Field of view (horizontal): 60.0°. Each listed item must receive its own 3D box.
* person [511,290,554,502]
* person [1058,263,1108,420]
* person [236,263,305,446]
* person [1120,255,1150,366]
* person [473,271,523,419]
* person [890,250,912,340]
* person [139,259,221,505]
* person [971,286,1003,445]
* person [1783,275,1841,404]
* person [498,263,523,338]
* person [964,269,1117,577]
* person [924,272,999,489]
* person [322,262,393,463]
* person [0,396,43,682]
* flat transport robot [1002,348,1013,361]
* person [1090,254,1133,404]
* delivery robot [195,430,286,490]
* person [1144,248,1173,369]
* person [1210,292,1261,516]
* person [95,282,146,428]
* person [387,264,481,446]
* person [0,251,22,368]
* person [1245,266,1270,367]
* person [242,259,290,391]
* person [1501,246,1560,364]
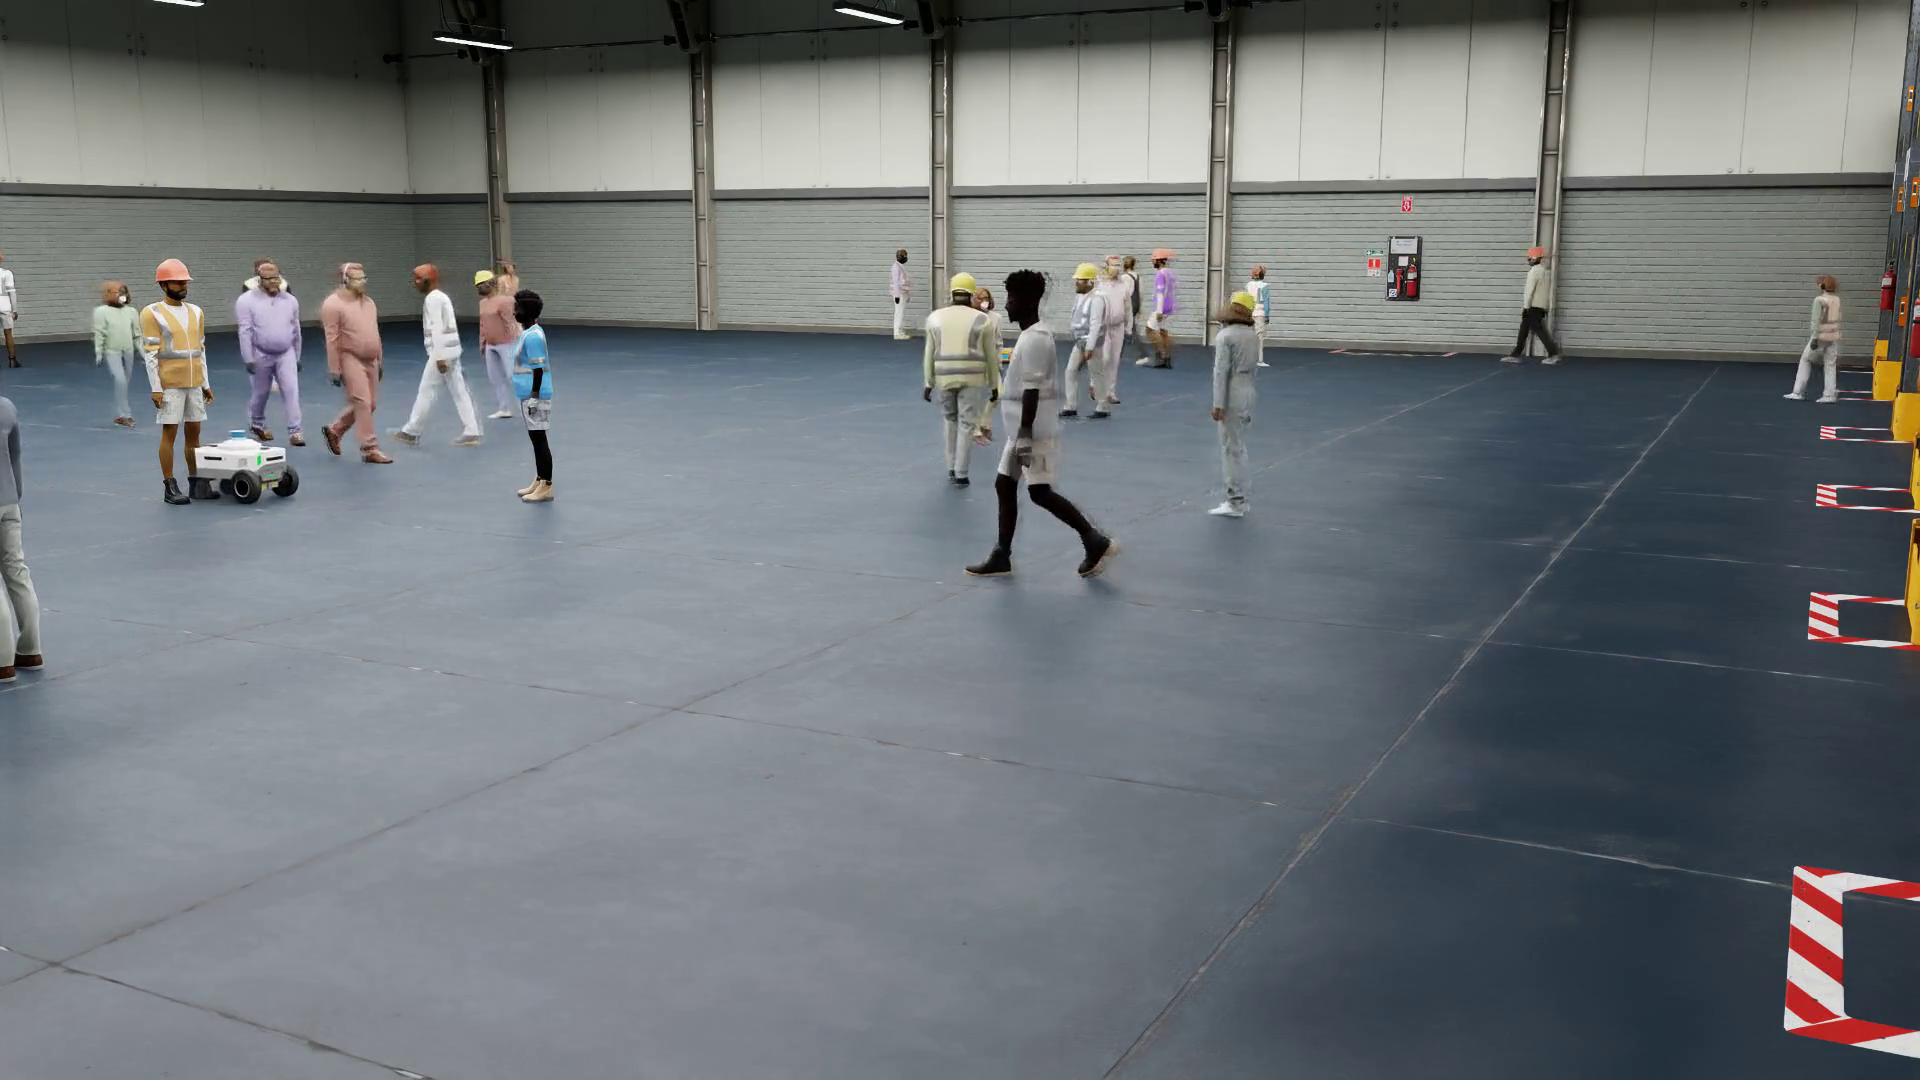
[{"bbox_3d":[-3.440,-1.156,13.374,0.315,1.696,0.541,-4,11,-19],"label":"person"},{"bbox_3d":[1.393,-2.262,19.103,0.745,1.800,0.620,-4,11,-20],"label":"person"},{"bbox_3d":[-7.061,-1.898,17.015,0.652,1.860,0.936,-7,13,-35],"label":"person"},{"bbox_3d":[2.788,-3.773,27.371,0.959,1.806,0.511,7,13,34],"label":"person"},{"bbox_3d":[-5.297,-2.246,19.259,0.732,1.718,0.362,7,13,34],"label":"person"},{"bbox_3d":[-1.203,-5.034,34.176,0.431,1.832,0.661,3,11,15],"label":"person"},{"bbox_3d":[-6.218,-1.261,13.278,0.354,1.942,0.545,5,12,26],"label":"person"},{"bbox_3d":[0.226,-1.769,16.930,0.521,1.617,0.374,-5,12,-26],"label":"person"},{"bbox_3d":[10.916,-2.555,21.213,0.551,1.609,0.711,-5,12,-27],"label":"person"},{"bbox_3d":[-8.592,-4.485,31.771,0.845,1.596,0.541,8,13,37],"label":"person"},{"bbox_3d":[0.506,-0.699,10.254,0.895,1.938,0.610,0,10,0],"label":"person"},{"bbox_3d":[0.045,-1.363,14.182,0.627,1.808,0.702,3,11,16],"label":"person"},{"bbox_3d":[-5.721,-1.666,15.662,0.802,1.881,0.653,4,11,19],"label":"person"},{"bbox_3d":[-4.667,-0.131,7.956,0.268,1.632,0.507,1,10,5],"label":"person"},{"bbox_3d":[0.588,-3.112,27.933,1.431,0.197,0.652,1,10,6],"label":"flat transport robot"},{"bbox_3d":[1.903,-2.666,21.062,0.681,1.890,0.428,-5,12,-26],"label":"person"},{"bbox_3d":[-5.821,-0.646,13.451,0.707,0.478,0.477,4,11,20],"label":"delivery robot"},{"bbox_3d":[3.171,-3.683,26.540,0.518,1.916,0.583,4,11,23],"label":"person"},{"bbox_3d":[2.090,-1.024,12.659,0.315,1.704,0.511,8,13,39],"label":"person"},{"bbox_3d":[-9.261,-2.046,18.451,0.703,1.602,0.525,6,12,30],"label":"person"},{"bbox_3d":[-5.352,-1.854,16.809,0.985,1.828,0.631,0,10,0],"label":"person"},{"bbox_3d":[-15.449,-3.723,26.720,0.550,1.933,0.374,-3,11,-16],"label":"person"},{"bbox_3d":[4.816,-3.629,27.023,0.312,1.636,0.548,-7,13,-35],"label":"person"},{"bbox_3d":[-9.647,-2.985,23.049,0.646,1.795,0.956,-9,14,-41],"label":"person"},{"bbox_3d":[9.567,-3.896,27.642,1.004,1.950,0.626,7,13,34],"label":"person"}]
